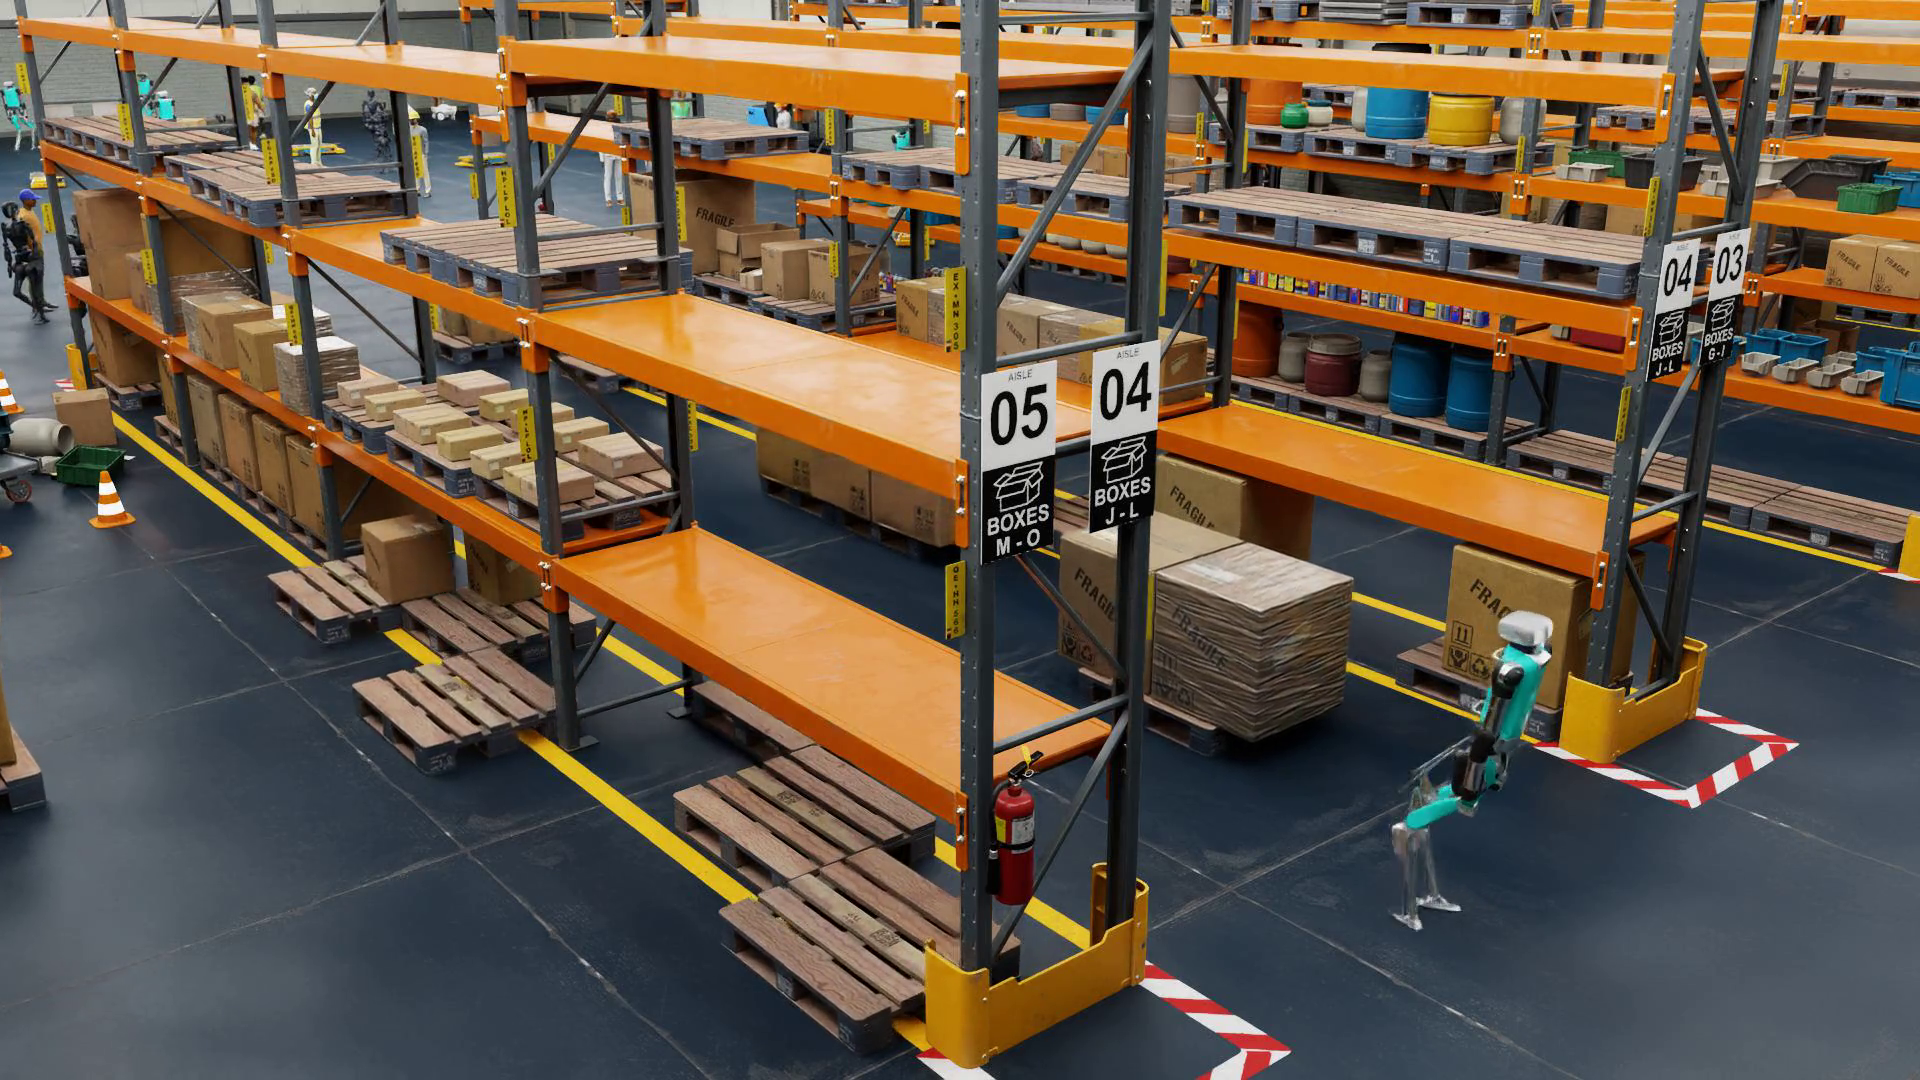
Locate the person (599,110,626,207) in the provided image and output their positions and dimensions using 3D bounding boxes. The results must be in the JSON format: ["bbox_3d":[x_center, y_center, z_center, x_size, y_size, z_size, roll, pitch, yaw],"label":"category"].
[{"bbox_3d":[-6.914,-7.620,33.193,0.573,1.881,0.357,-12,23,-32],"label":"person"}]

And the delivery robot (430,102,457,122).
[{"bbox_3d":[-15.695,-13.003,50.520,0.771,0.600,0.523,-15,25,-37],"label":"delivery robot"}]

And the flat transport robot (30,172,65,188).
[{"bbox_3d":[-19.963,-7.888,36.385,0.659,0.231,1.431,-10,22,-26],"label":"flat transport robot"}]

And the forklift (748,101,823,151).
[{"bbox_3d":[-4.526,-11.368,42.374,1.129,2.768,1.873,-15,24,-37],"label":"forklift"}]

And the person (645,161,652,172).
[{"bbox_3d":[-6.091,-7.593,33.338,0.465,1.733,0.327,-5,20,-14],"label":"person"}]

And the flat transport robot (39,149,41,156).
[{"bbox_3d":[-22.384,-9.816,41.872,1.431,0.231,0.659,-10,22,-27],"label":"flat transport robot"}]

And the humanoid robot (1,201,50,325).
[{"bbox_3d":[-12.615,-3.750,22.480,0.612,1.650,0.370,6,20,17],"label":"humanoid robot"}]

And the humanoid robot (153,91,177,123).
[{"bbox_3d":[-18.805,-9.683,39.205,0.660,1.752,0.535,11,22,28],"label":"humanoid robot"}]

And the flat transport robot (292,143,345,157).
[{"bbox_3d":[-16.311,-9.833,41.921,1.431,0.231,0.659,-10,22,-26],"label":"flat transport robot"}]

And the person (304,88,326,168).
[{"bbox_3d":[-14.993,-9.525,38.621,0.400,1.886,0.511,-1,19,-2],"label":"person"}]

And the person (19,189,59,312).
[{"bbox_3d":[-12.939,-4.059,23.314,0.384,1.707,0.433,-6,20,-16],"label":"person"}]

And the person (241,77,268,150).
[{"bbox_3d":[-18.227,-10.945,42.710,0.795,1.835,0.633,-15,24,-36],"label":"person"}]

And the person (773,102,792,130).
[{"bbox_3d":[-3.851,-8.705,36.302,0.433,1.868,0.611,-8,21,-22],"label":"person"}]

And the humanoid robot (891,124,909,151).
[{"bbox_3d":[-1.153,-6.854,31.293,0.530,1.840,0.668,11,22,29],"label":"humanoid robot"}]

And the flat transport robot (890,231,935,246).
[{"bbox_3d":[-0.869,-5.378,29.240,0.659,0.231,1.431,-3,20,-9],"label":"flat transport robot"}]

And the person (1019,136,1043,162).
[{"bbox_3d":[1.307,-6.622,30.540,0.542,1.757,0.414,-9,21,-23],"label":"person"}]

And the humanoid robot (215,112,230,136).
[{"bbox_3d":[-15.647,-8.203,35.172,0.624,1.635,0.585,-2,19,-6],"label":"humanoid robot"}]

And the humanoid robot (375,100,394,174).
[{"bbox_3d":[-13.203,-9.235,38.087,0.340,1.649,0.596,-3,20,-10],"label":"humanoid robot"}]

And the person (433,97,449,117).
[{"bbox_3d":[-16.203,-14.053,51.510,0.498,1.876,0.401,16,25,38],"label":"person"}]

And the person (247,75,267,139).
[{"bbox_3d":[-19.306,-11.828,45.455,0.673,1.674,0.566,12,23,31],"label":"person"}]

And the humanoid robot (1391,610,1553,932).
[{"bbox_3d":[2.517,1.160,8.477,0.805,1.794,0.534,14,24,35],"label":"humanoid robot"}]

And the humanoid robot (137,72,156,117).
[{"bbox_3d":[-22.271,-11.749,45.318,0.544,1.889,0.780,2,19,5],"label":"humanoid robot"}]

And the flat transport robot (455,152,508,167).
[{"bbox_3d":[-11.346,-9.100,39.836,0.659,0.231,1.431,11,22,28],"label":"flat transport robot"}]

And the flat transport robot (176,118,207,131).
[{"bbox_3d":[-19.259,-9.646,41.388,0.659,0.231,1.431,2,19,5],"label":"flat transport robot"}]

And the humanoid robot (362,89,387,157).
[{"bbox_3d":[-14.539,-10.338,41.247,0.591,1.648,0.409,1,19,2],"label":"humanoid robot"}]

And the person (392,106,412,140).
[{"bbox_3d":[-12.608,-9.235,37.772,0.517,1.893,0.517,1,19,3],"label":"person"}]

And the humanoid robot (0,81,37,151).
[{"bbox_3d":[-24.215,-10.918,42.869,0.556,1.791,0.849,-1,19,-2],"label":"humanoid robot"}]

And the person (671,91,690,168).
[{"bbox_3d":[-6.431,-9.489,38.407,0.508,1.950,0.695,-10,22,-27],"label":"person"}]

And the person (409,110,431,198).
[{"bbox_3d":[-11.203,-7.966,34.349,0.521,1.768,0.309,6,20,17],"label":"person"}]

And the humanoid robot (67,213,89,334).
[{"bbox_3d":[-11.414,-3.456,21.696,0.696,1.632,0.614,12,23,31],"label":"humanoid robot"}]
